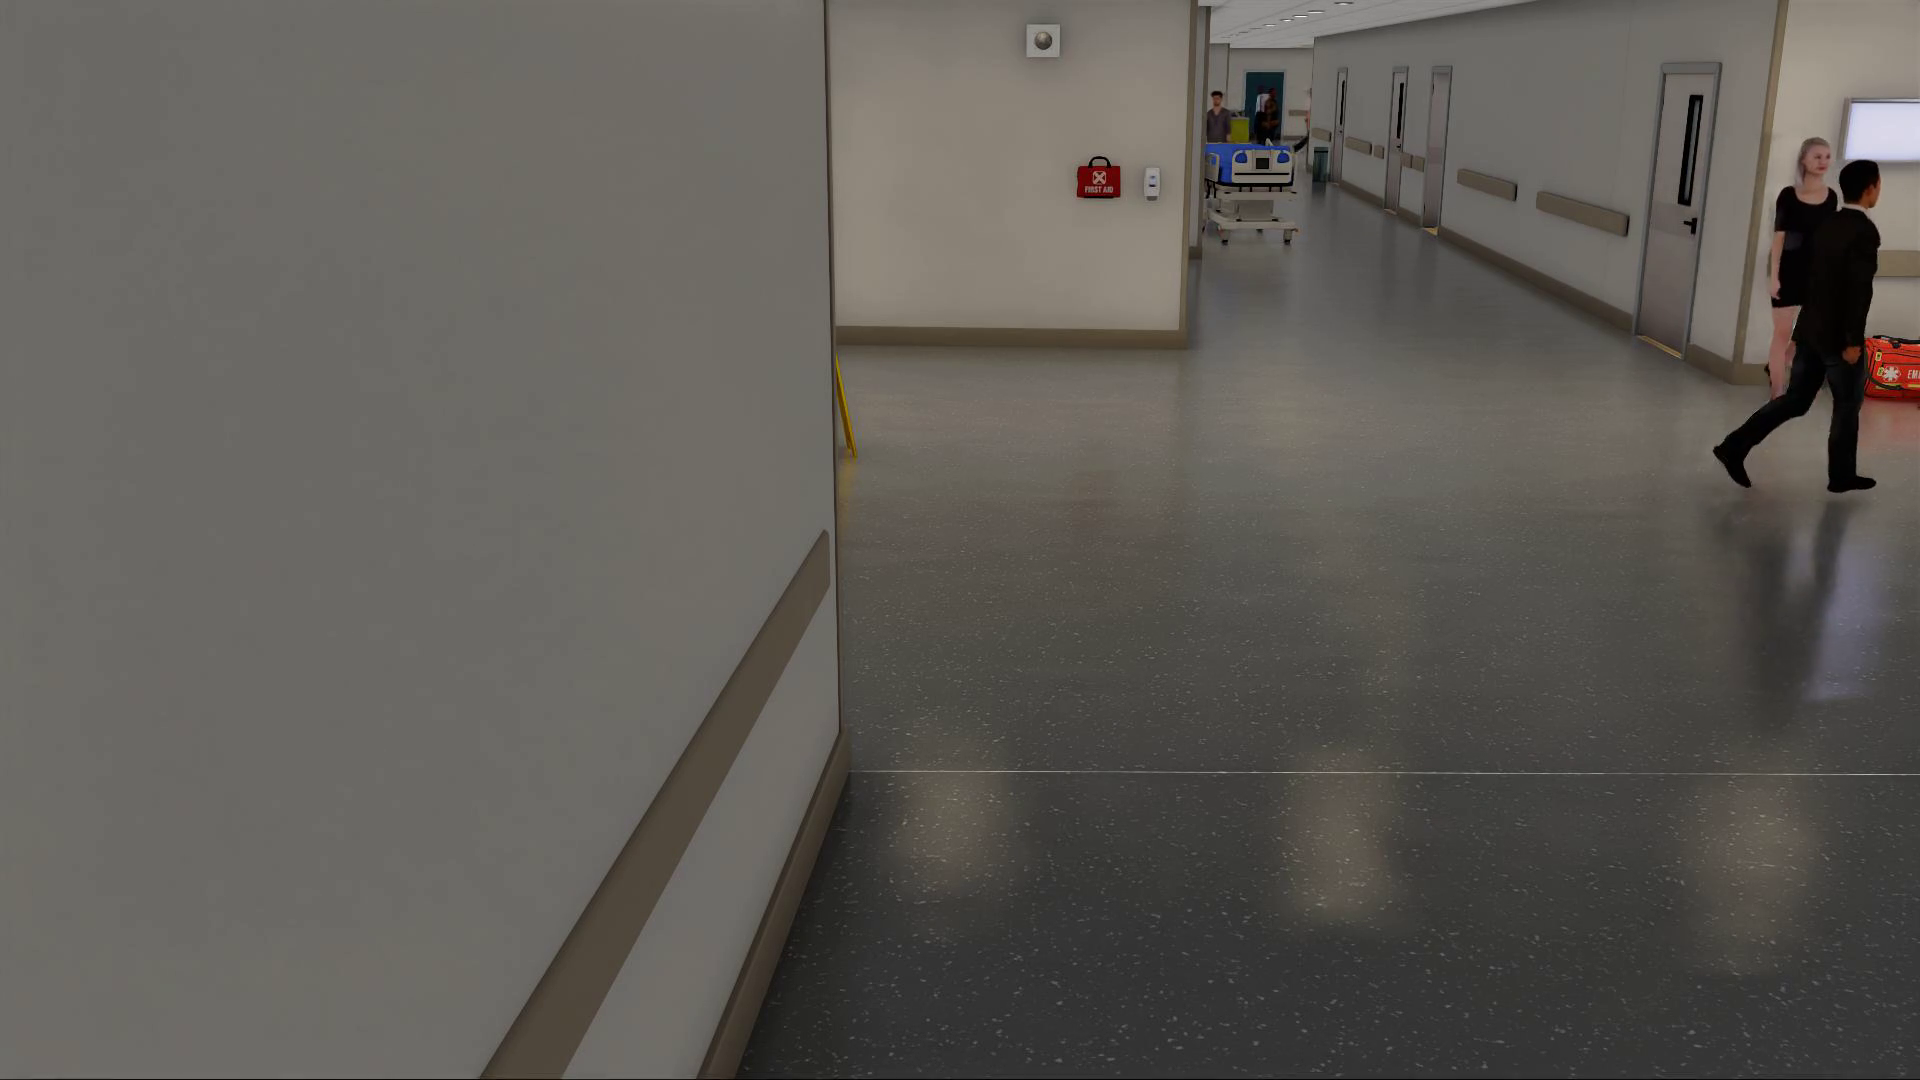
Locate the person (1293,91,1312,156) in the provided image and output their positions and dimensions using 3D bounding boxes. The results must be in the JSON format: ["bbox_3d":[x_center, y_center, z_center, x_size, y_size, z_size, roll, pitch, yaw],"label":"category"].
[{"bbox_3d":[9.202,-11.000,43.896,1.213,1.832,1.028,12,19,35],"label":"person"}]

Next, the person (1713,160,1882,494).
[{"bbox_3d":[4.554,-1.104,8.916,1.161,1.767,0.856,-1,16,-3],"label":"person"}]

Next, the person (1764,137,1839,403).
[{"bbox_3d":[5.519,-1.744,11.081,0.703,1.823,0.716,-1,16,-4],"label":"person"}]

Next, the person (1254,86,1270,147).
[{"bbox_3d":[9.323,-13.006,51.035,0.765,1.819,0.831,12,20,36],"label":"person"}]

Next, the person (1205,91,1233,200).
[{"bbox_3d":[4.680,-7.117,30.039,1.131,1.877,0.919,5,17,18],"label":"person"}]

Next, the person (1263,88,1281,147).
[{"bbox_3d":[8.199,-11.021,43.947,0.822,1.805,0.803,8,18,27],"label":"person"}]
